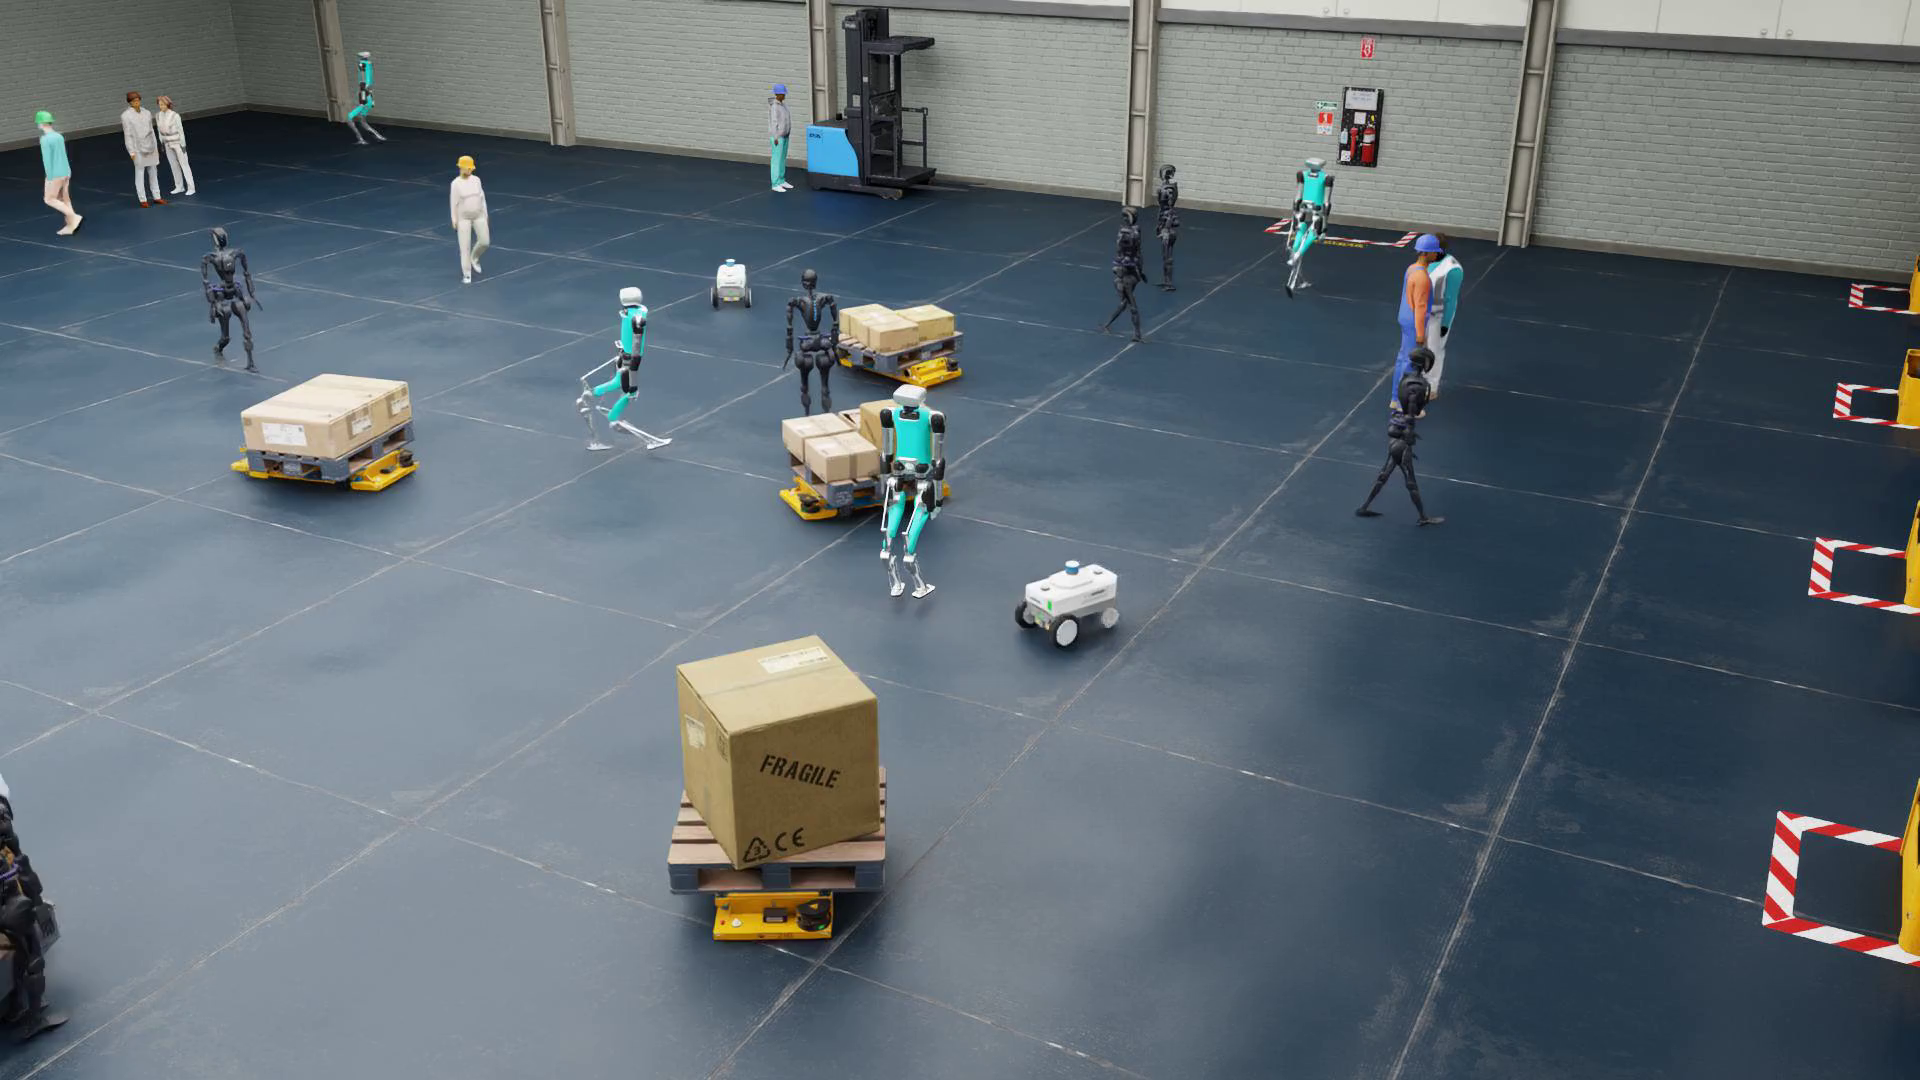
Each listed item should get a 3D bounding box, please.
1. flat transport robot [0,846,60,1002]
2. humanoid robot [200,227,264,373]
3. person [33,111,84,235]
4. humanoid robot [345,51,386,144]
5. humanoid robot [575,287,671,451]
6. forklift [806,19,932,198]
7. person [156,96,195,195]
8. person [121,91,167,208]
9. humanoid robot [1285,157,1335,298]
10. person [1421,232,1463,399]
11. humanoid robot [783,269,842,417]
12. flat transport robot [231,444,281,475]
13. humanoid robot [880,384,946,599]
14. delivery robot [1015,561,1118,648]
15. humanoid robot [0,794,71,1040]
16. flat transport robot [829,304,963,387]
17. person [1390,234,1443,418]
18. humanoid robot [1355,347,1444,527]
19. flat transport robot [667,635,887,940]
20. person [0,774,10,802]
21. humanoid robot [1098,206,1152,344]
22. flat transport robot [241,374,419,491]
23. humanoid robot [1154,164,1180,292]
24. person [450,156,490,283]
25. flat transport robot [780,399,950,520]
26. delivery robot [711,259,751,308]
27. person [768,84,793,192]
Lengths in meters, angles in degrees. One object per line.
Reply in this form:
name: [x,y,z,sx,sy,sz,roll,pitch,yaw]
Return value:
flat transport robot: [-5.466,2.387,8.606,0.659,0.231,1.431,1,23,3]
humanoid robot: [-8.244,-2.732,18.761,0.650,1.641,0.603,19,30,38]
person: [-13.491,-5.471,24.877,0.481,1.857,0.546,3,23,6]
humanoid robot: [-11.619,-8.536,32.156,0.747,1.753,0.561,1,23,1]
humanoid robot: [-3.339,-1.549,15.930,1.052,1.723,0.593,-8,24,-18]
forklift: [-1.573,-7.292,27.850,1.873,2.768,1.129,12,26,25]
person: [-13.114,-6.575,27.754,0.526,1.628,0.322,10,25,22]
person: [-13.204,-6.314,26.886,0.361,1.830,0.514,16,28,33]
humanoid robot: [4.441,-4.065,21.796,0.543,1.780,0.931,18,29,36]
person: [5.042,-2.386,17.748,0.438,1.820,0.650,-12,26,-26]
humanoid robot: [-1.492,-1.921,16.860,0.600,1.635,0.464,-9,25,-19]
flat transport robot: [-6.414,-0.956,16.388,0.659,0.231,1.431,8,25,19]
humanoid robot: [-0.440,-0.315,12.866,0.533,1.677,0.735,8,24,18]
delivery robot: [0.842,0.459,12.737,0.798,0.598,0.499,-16,28,-32]
humanoid robot: [-4.797,1.744,8.313,0.589,1.655,0.339,11,26,24]
flat transport robot: [-0.718,-2.019,18.863,1.431,0.231,0.659,21,31,40]
person: [4.744,-2.233,17.286,0.373,1.906,0.534,1,23,3]
humanoid robot: [3.921,-0.917,14.563,0.775,1.619,0.599,6,24,14]
flat transport robot: [-1.037,1.865,9.822,0.659,0.231,1.431,-1,23,-1]
person: [-5.715,1.180,9.357,0.619,1.892,0.617,9,25,19]
humanoid robot: [2.006,-3.183,19.883,0.793,1.643,0.605,15,27,31]
flat transport robot: [-5.965,-0.725,15.851,1.431,0.231,0.659,7,24,15]
humanoid robot: [2.739,-4.134,22.003,0.326,1.660,0.609,-2,23,-4]
person: [-6.644,-4.356,22.505,0.546,1.681,0.398,-15,28,-31]
flat transport robot: [-0.894,-0.494,15.313,1.431,0.231,0.659,-11,26,-24]
delivery robot: [-2.957,-3.337,21.541,0.501,0.572,0.743,-2,23,-4]
person: [-3.037,-6.797,28.080,0.352,1.775,0.544,6,24,13]
